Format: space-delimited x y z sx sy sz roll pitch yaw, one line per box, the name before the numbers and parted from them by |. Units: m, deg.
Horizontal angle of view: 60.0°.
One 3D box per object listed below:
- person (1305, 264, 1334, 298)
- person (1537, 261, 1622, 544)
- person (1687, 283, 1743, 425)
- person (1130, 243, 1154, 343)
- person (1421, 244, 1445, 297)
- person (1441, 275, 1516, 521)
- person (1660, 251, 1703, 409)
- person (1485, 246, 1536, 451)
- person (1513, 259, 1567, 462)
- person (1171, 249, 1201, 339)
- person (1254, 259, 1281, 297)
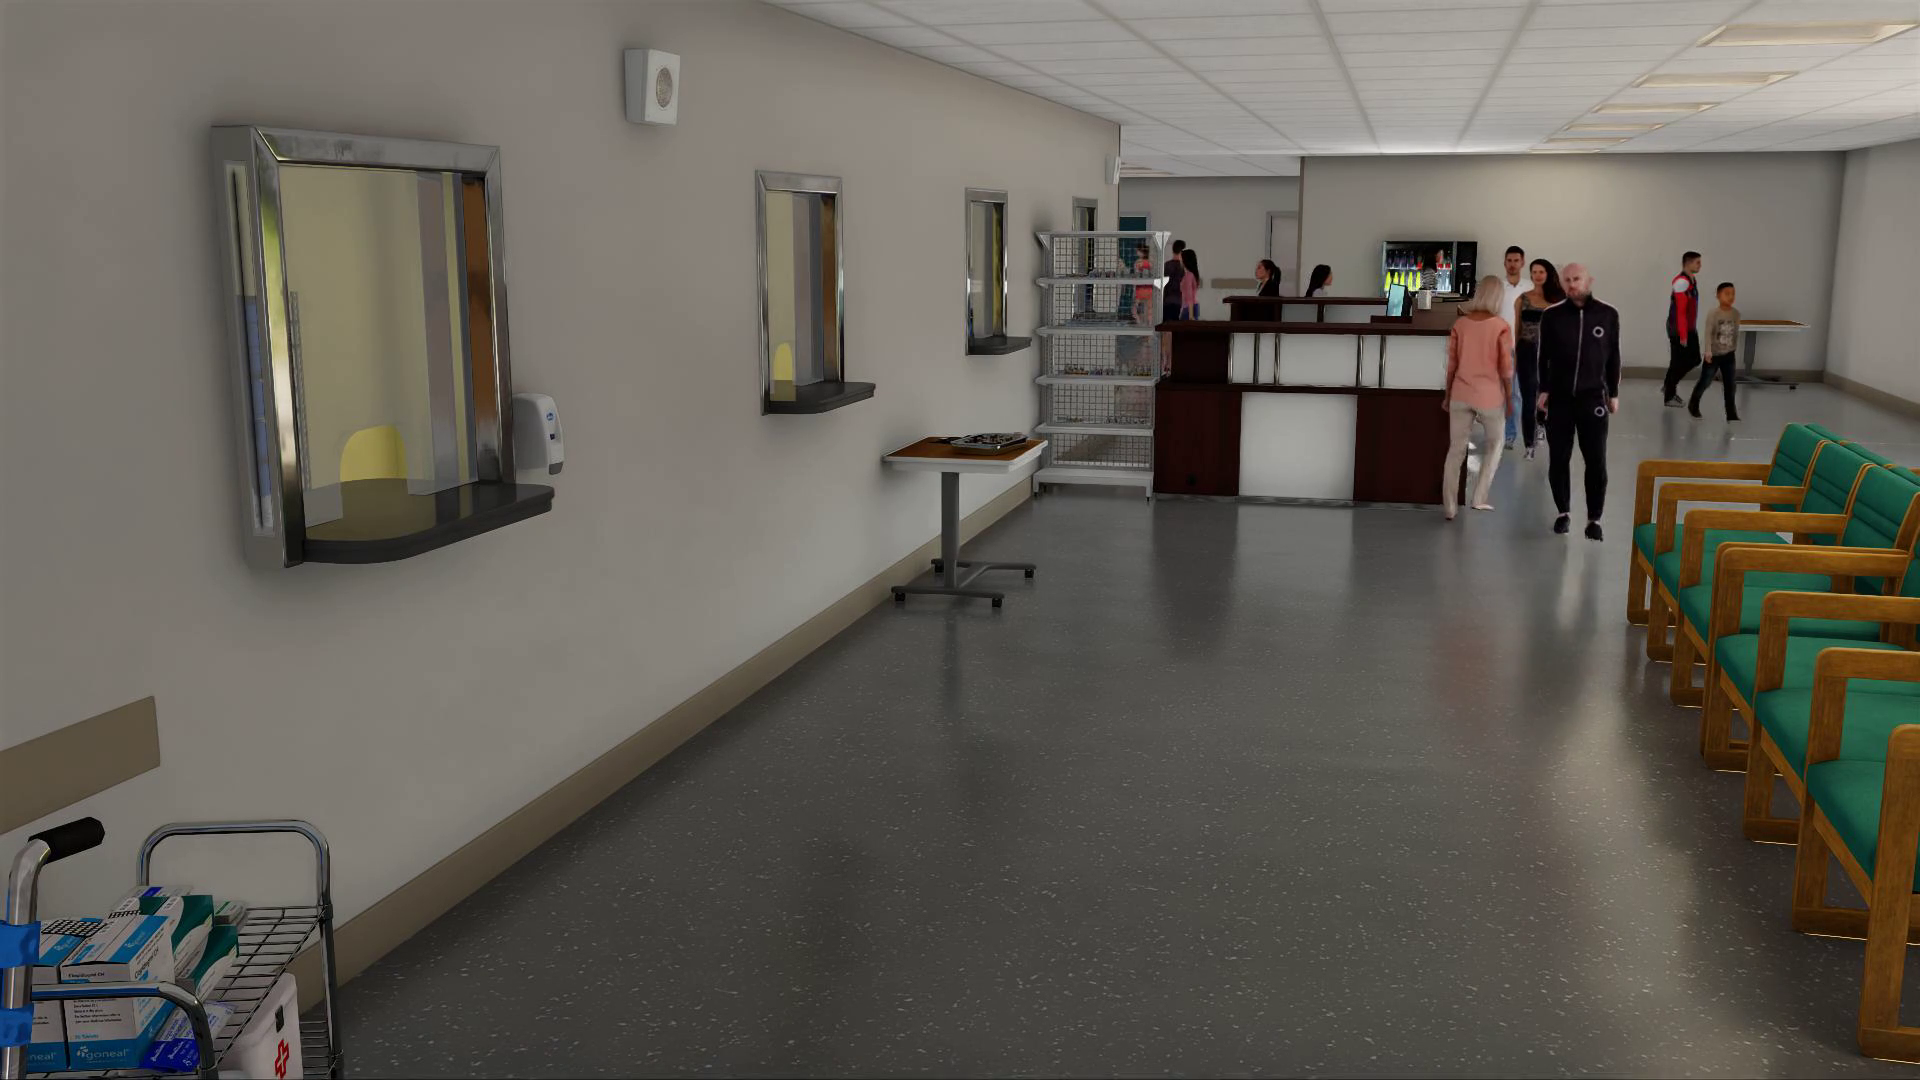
person | 3.870 -2.241 18.578 1.139 1.582 0.918 -2 11 -12
person | 4.018 -0.895 10.915 0.920 1.794 0.772 4 11 18
person | 7.878 -1.939 17.355 1.015 1.443 0.874 -1 11 -7
person | 3.233 -4.335 29.224 0.808 1.727 0.868 -6 12 -28
person | 6.084 -2.987 21.951 0.617 1.774 0.628 3 11 13
person | 3.583 -0.966 11.574 0.866 1.687 0.928 7 13 32
person | 8.108 -2.382 18.870 0.792 1.750 0.765 10 14 41
person | 5.074 -1.763 15.338 0.786 1.851 0.751 4 11 18
person | 5.072 -1.567 14.580 0.969 1.747 0.732 4 12 21
person | 3.161 -3.015 22.279 0.687 1.723 0.645 1 11 6
person | 3.617 -2.391 19.234 1.119 1.632 0.926 -3 11 -14
